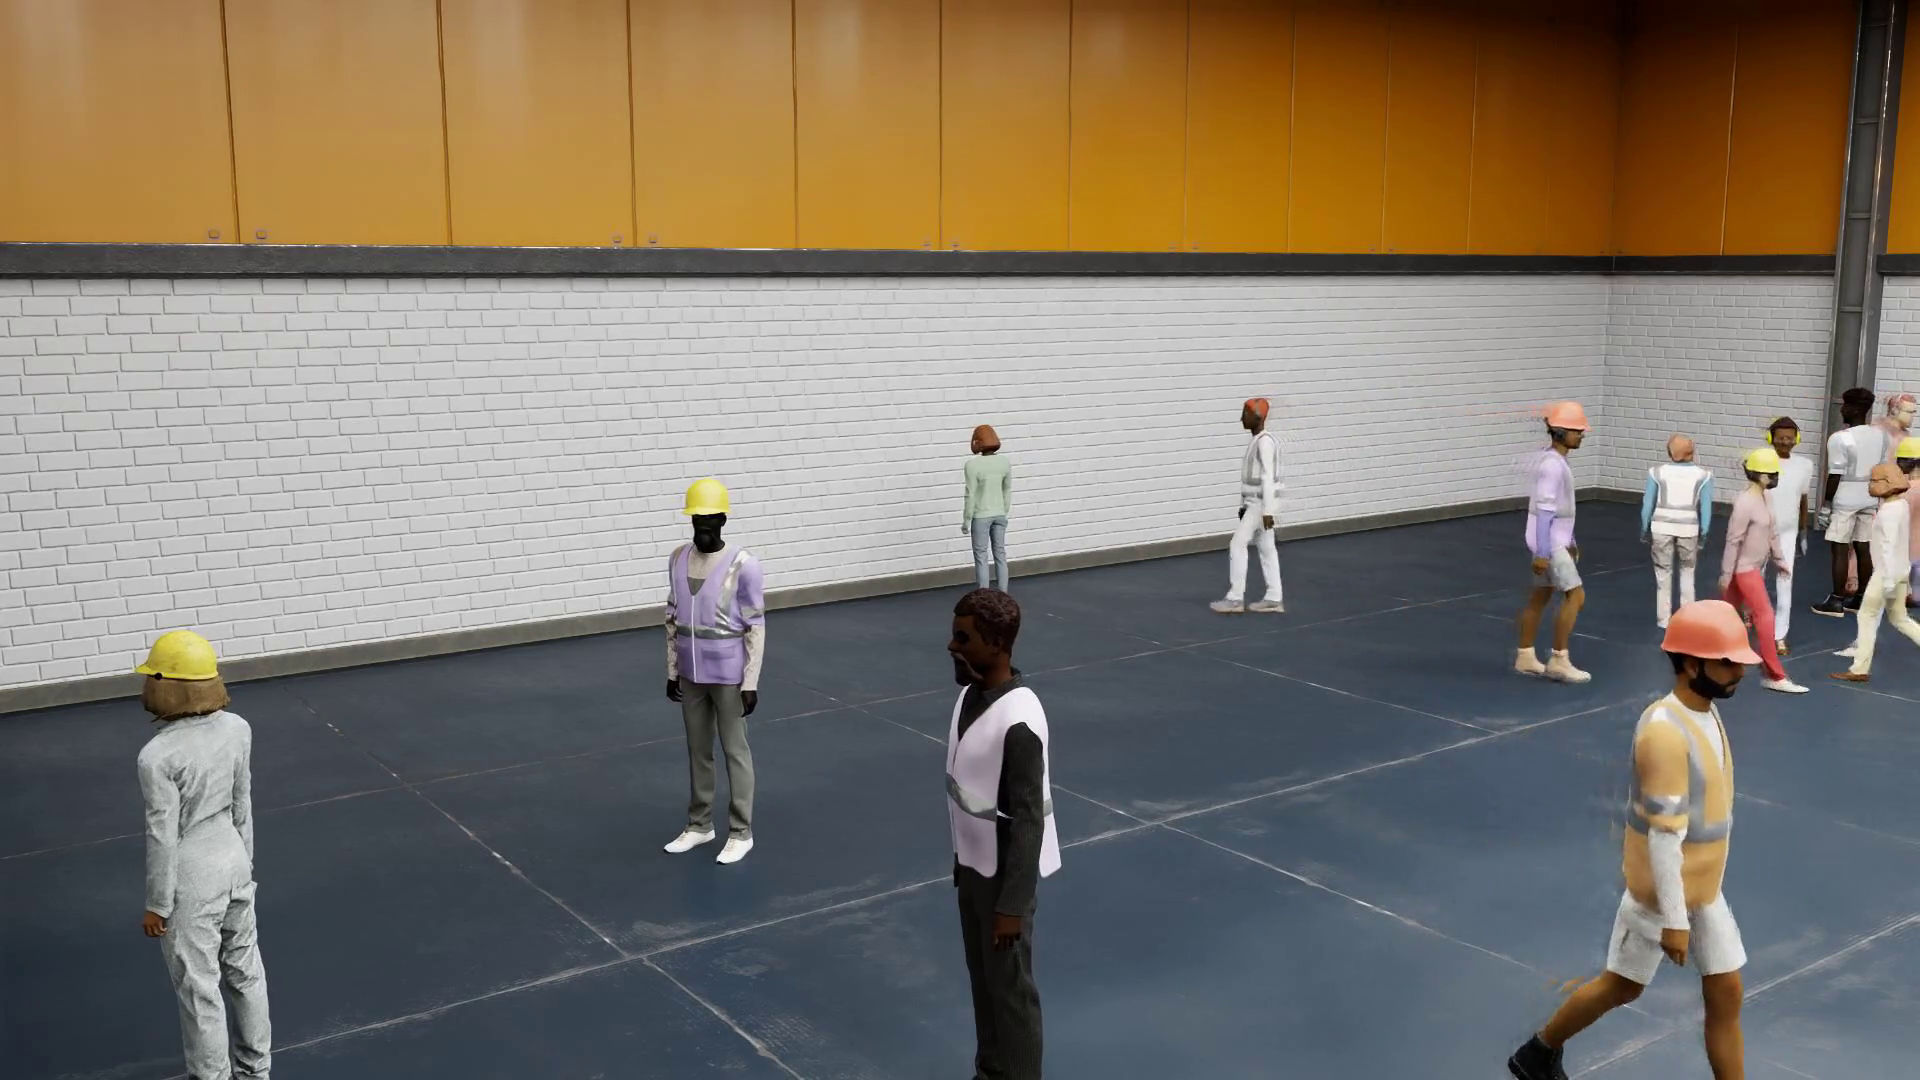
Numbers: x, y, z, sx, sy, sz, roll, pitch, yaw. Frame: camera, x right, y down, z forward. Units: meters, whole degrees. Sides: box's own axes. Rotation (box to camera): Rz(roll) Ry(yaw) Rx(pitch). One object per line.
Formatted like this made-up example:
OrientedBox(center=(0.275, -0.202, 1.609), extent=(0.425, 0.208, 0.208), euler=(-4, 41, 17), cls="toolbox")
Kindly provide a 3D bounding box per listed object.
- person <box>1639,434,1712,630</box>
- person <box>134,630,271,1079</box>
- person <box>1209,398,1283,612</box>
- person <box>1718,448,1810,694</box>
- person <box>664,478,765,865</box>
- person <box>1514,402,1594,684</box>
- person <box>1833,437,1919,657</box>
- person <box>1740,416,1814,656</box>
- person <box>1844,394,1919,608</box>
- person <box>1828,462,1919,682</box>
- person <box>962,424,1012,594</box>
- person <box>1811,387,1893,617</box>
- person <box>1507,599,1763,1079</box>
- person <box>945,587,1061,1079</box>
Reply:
OrientedBox(center=(5.857, -0.060, 13.634), extent=(0.517, 1.623, 0.362), euler=(2, 10, 14), cls="person")
OrientedBox(center=(-2.616, 1.164, 5.712), extent=(0.284, 1.746, 0.490), euler=(2, 9, 14), cls="person")
OrientedBox(center=(2.454, -0.292, 14.319), extent=(0.779, 1.856, 0.616), euler=(1, 9, 6), cls="person")
OrientedBox(center=(5.578, 0.190, 11.831), extent=(0.939, 1.716, 0.532), euler=(7, 12, 38), cls="person")
OrientedBox(center=(-1.241, 0.648, 8.325), extent=(0.590, 1.930, 0.353), euler=(5, 11, 30), cls="person")
OrientedBox(center=(4.349, 0.021, 11.940), extent=(0.689, 2.022, 0.610), euler=(3, 10, 18), cls="person")
OrientedBox(center=(7.126, 0.099, 12.430), extent=(0.527, 1.738, 0.885), euler=(-7, 11, -36), cls="person")
OrientedBox(center=(6.372, -0.068, 13.060), extent=(0.522, 1.837, 0.876), euler=(2, 9, 13), cls="person")
OrientedBox(center=(8.269, -0.345, 14.641), extent=(0.675, 1.863, 0.909), euler=(-8, 12, -40), cls="person")
OrientedBox(center=(6.653, 0.256, 11.769), extent=(0.706, 1.608, 0.513), euler=(8, 12, 42), cls="person")
OrientedBox(center=(0.233, -0.181, 14.366), extent=(0.505, 1.630, 0.267), euler=(-7, 12, -37), cls="person")
OrientedBox(center=(7.606, -0.321, 14.192), extent=(0.608, 1.965, 0.365), euler=(-3, 10, -17), cls="person")
OrientedBox(center=(2.353, 1.117, 5.574), extent=(0.992, 1.900, 0.555), euler=(8, 13, 42), cls="person")
OrientedBox(center=(0.122, 1.103, 5.560), extent=(0.392, 1.919, 0.590), euler=(-3, 10, -17), cls="person")
